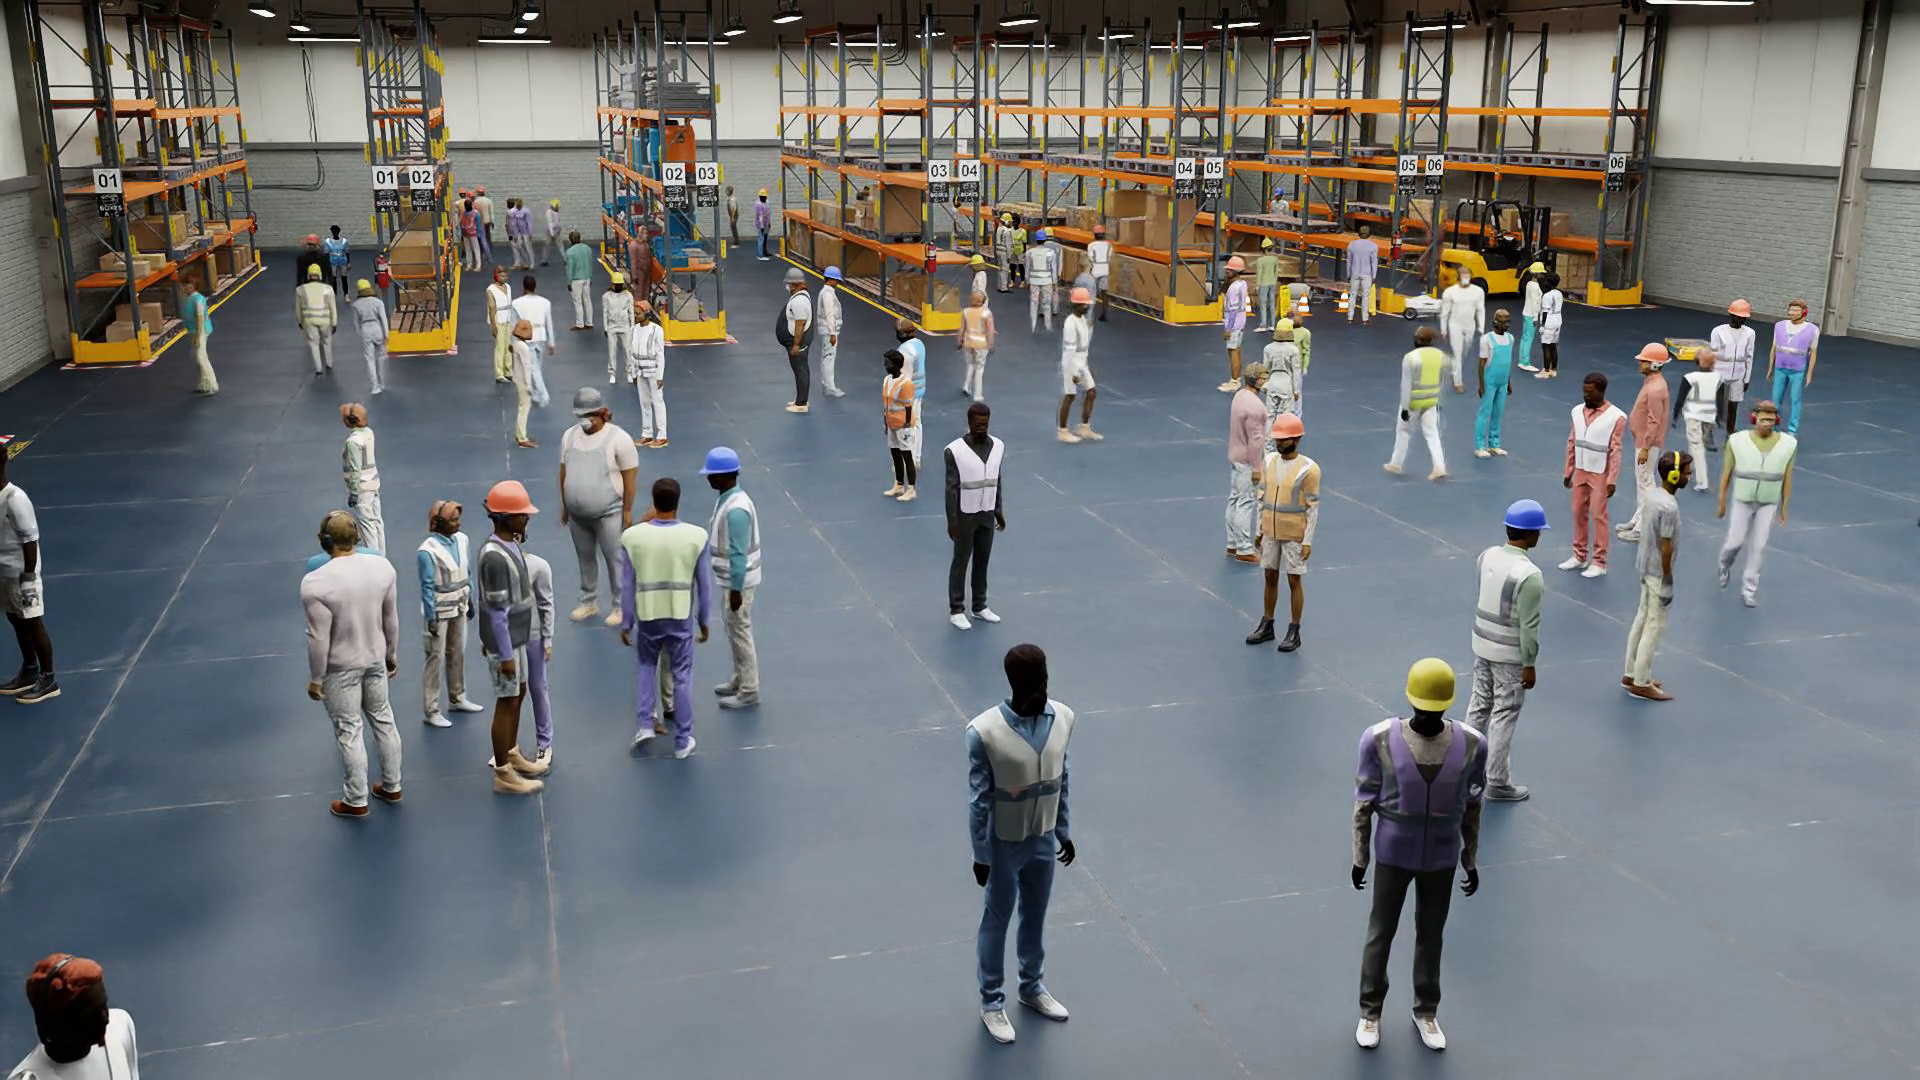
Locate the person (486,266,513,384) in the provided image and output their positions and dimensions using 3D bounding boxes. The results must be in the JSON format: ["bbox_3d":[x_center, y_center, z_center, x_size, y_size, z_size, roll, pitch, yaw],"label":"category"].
[{"bbox_3d":[-7.180,-3.367,26.012,0.394,1.832,0.576,4,15,16],"label":"person"}]

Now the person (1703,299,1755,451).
[{"bbox_3d":[9.687,-2.063,20.920,0.543,1.929,0.386,1,15,4],"label":"person"}]

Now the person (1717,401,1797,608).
[{"bbox_3d":[6.986,-0.341,14.646,0.565,1.825,0.534,4,15,14],"label":"person"}]

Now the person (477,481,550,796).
[{"bbox_3d":[-2.853,0.618,10.632,0.406,2.034,0.613,-2,15,-6],"label":"person"}]

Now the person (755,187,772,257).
[{"bbox_3d":[-5.512,-8.937,46.793,0.392,1.929,0.545,10,18,33],"label":"person"}]

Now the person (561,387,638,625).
[{"bbox_3d":[-3.085,-0.290,14.027,0.689,2.000,0.536,6,16,20],"label":"person"}]

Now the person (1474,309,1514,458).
[{"bbox_3d":[6.632,-1.937,20.600,0.514,1.844,0.333,-7,17,-26],"label":"person"}]

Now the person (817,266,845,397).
[{"bbox_3d":[-1.935,-3.112,24.839,0.395,1.940,0.601,-3,15,-11],"label":"person"}]

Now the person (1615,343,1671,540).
[{"bbox_3d":[6.904,-0.989,16.743,0.374,1.997,0.614,5,16,18],"label":"person"}]

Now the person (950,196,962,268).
[{"bbox_3d":[-0.108,-8.124,43.847,0.312,1.864,0.532,-1,15,-2],"label":"person"}]

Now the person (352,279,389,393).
[{"bbox_3d":[-8.939,-3.105,25.275,0.502,1.685,0.853,-4,15,-15],"label":"person"}]

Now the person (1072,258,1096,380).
[{"bbox_3d":[1.977,-3.513,26.461,0.368,1.897,0.743,-4,15,-14],"label":"person"}]

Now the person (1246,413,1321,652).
[{"bbox_3d":[2.601,-0.064,13.372,0.543,1.939,0.360,14,20,42],"label":"person"}]

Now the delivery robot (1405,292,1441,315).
[{"bbox_3d":[9.310,-4.739,33.439,0.707,0.478,0.477,4,15,15],"label":"delivery robot"}]

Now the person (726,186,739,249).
[{"bbox_3d":[-6.765,-9.587,49.420,0.348,1.835,0.561,-3,15,-11],"label":"person"}]

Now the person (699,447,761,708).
[{"bbox_3d":[-1.660,0.267,12.137,0.422,1.934,0.621,-4,15,-15],"label":"person"}]

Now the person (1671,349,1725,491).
[{"bbox_3d":[8.427,-1.379,18.977,0.530,1.596,0.851,-2,15,-8],"label":"person"}]

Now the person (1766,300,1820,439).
[{"bbox_3d":[10.788,-2.198,21.579,0.394,1.847,0.563,-13,19,-39],"label":"person"}]

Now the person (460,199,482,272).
[{"bbox_3d":[-12.583,-7.822,42.756,0.633,1.840,0.429,7,16,24],"label":"person"}]

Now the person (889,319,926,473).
[{"bbox_3d":[-0.633,-1.713,19.780,0.429,1.837,0.621,4,15,14],"label":"person"}]

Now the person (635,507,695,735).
[{"bbox_3d":[-2.104,0.555,11.648,0.296,1.623,0.506,8,17,28],"label":"person"}]

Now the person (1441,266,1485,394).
[{"bbox_3d":[7.639,-3.233,25.383,0.626,1.904,0.992,-1,15,-2],"label":"person"}]

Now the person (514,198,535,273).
[{"bbox_3d":[-11.109,-7.780,42.508,0.717,1.897,0.370,14,20,43],"label":"person"}]

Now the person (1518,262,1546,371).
[{"bbox_3d":[9.373,-3.658,27.229,0.310,1.769,0.522,2,15,7],"label":"person"}]

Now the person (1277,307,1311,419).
[{"bbox_3d":[4.471,-2.330,22.486,0.505,1.632,0.279,9,17,30],"label":"person"}]

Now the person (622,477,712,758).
[{"bbox_3d":[-1.977,0.529,11.267,0.608,1.881,0.525,-2,15,-8],"label":"person"}]

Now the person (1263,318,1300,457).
[{"bbox_3d":[3.969,-1.862,20.516,0.484,1.742,0.301,11,18,35],"label":"person"}]

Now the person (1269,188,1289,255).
[{"bbox_3d":[8.788,-8.733,45.975,0.618,1.945,0.394,13,20,41],"label":"person"}]

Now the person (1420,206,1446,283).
[{"bbox_3d":[11.431,-7.051,39.820,0.638,1.852,0.965,-7,16,-24],"label":"person"}]

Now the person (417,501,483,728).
[{"bbox_3d":[-3.636,0.512,11.817,0.321,1.628,0.530,6,16,20],"label":"person"}]

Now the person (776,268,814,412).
[{"bbox_3d":[-2.350,-2.848,23.653,0.538,2.000,0.688,0,15,0],"label":"person"}]

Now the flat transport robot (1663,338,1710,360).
[{"bbox_3d":[12.655,-3.308,28.775,0.652,0.197,1.431,3,15,11],"label":"flat transport robot"}]

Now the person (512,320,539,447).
[{"bbox_3d":[-5.571,-2.002,21.275,0.285,1.628,0.505,-6,16,-21],"label":"person"}]

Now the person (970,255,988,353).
[{"bbox_3d":[0.322,-4.068,28.833,0.311,1.735,0.484,2,15,6],"label":"person"}]

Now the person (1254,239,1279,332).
[{"bbox_3d":[5.829,-4.842,31.684,0.523,1.769,0.321,-9,17,-29],"label":"person"}]

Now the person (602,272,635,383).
[{"bbox_3d":[-5.323,-3.312,25.993,0.487,1.738,0.320,-3,15,-10],"label":"person"}]

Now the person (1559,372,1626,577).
[{"bbox_3d":[5.922,-0.623,15.543,0.387,1.906,0.603,-8,17,-26],"label":"person"}]

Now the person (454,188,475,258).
[{"bbox_3d":[-13.841,-8.866,46.518,0.542,1.929,0.369,-6,16,-21],"label":"person"}]

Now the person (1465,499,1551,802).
[{"bbox_3d":[3.475,0.691,10.546,0.426,1.938,0.604,-4,15,-14],"label":"person"}]

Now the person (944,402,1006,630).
[{"bbox_3d":[0.116,-0.221,14.005,0.592,1.916,0.375,-11,19,-36],"label":"person"}]
